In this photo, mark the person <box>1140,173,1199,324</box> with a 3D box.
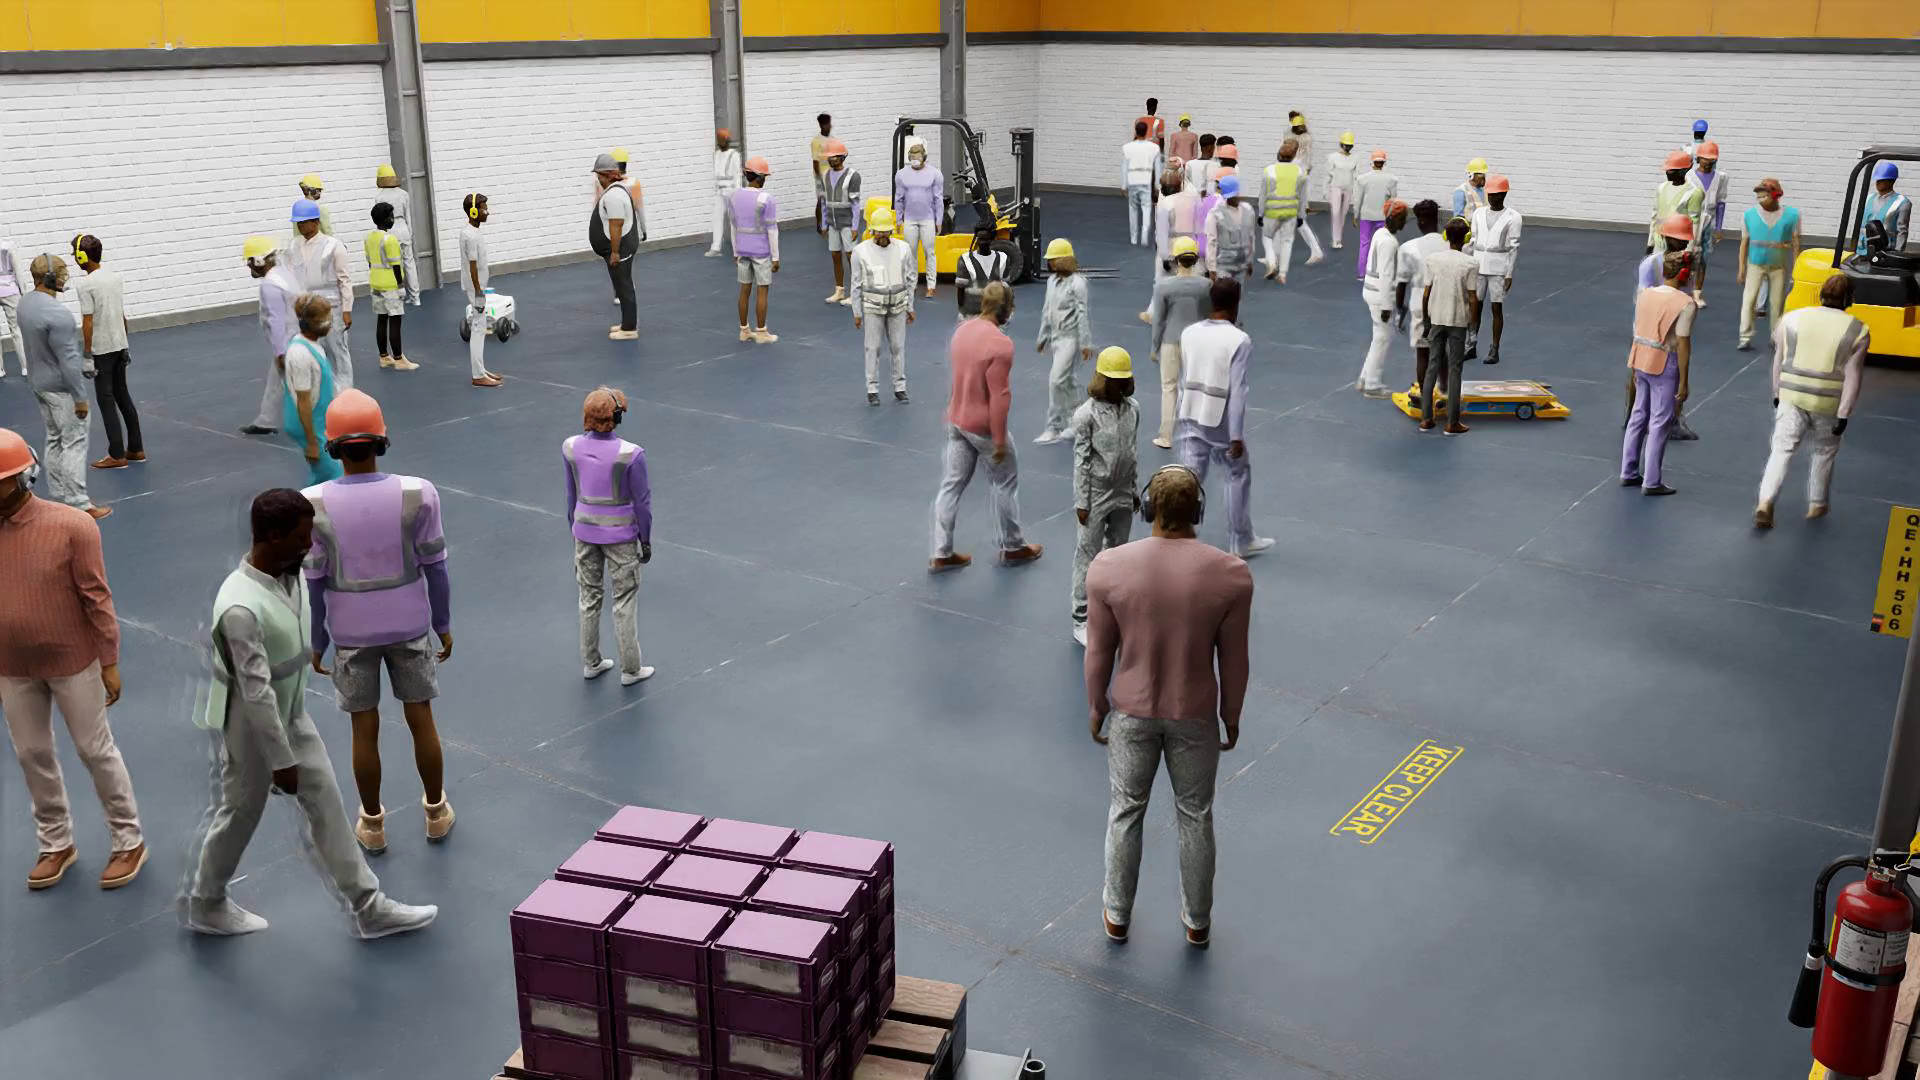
[{"bbox_3d":[2.456,-3.280,18.950,0.635,1.782,1.018,-9,20,-27],"label":"person"}]

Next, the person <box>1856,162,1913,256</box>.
[{"bbox_3d":[10.076,-3.165,18.306,0.402,1.945,0.614,-8,19,-23],"label":"person"}]

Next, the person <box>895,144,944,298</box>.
[{"bbox_3d":[-0.522,-4.040,21.084,0.634,1.929,0.385,4,18,11],"label":"person"}]

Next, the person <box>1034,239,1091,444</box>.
[{"bbox_3d":[0.799,-1.656,13.949,0.703,1.716,0.519,-10,20,-28],"label":"person"}]

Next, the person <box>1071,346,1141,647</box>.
[{"bbox_3d":[0.854,-0.250,9.520,0.493,1.742,0.291,-14,23,-37],"label":"person"}]

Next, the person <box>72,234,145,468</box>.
[{"bbox_3d":[-6.807,-1.494,13.236,0.346,1.855,0.533,2,18,8],"label":"person"}]

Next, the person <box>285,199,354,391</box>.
[{"bbox_3d":[-5.734,-2.074,14.892,0.615,1.945,0.405,4,18,11],"label":"person"}]

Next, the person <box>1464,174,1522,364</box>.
[{"bbox_3d":[5.459,-2.787,17.140,0.543,1.938,0.357,15,23,39],"label":"person"}]

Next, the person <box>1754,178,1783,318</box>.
[{"bbox_3d":[9.532,-3.457,19.726,0.268,1.632,0.506,9,20,25],"label":"person"}]

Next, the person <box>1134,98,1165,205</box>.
[{"bbox_3d":[3.548,-7.257,31.076,0.612,1.965,0.362,10,20,27],"label":"person"}]

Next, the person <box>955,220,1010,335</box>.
[{"bbox_3d":[0.218,-2.115,15.422,0.540,1.698,0.317,-5,18,-16],"label":"person"}]

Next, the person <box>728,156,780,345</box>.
[{"bbox_3d":[-2.216,-3.144,18.111,0.613,2.033,0.410,10,20,29],"label":"person"}]

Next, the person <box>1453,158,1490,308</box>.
[{"bbox_3d":[6.194,-3.702,20.171,0.588,1.835,0.404,-14,22,-37],"label":"person"}]

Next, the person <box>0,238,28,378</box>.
[{"bbox_3d":[-9.503,-2.415,16.458,0.513,1.641,0.307,-5,18,-14],"label":"person"}]

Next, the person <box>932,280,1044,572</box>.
[{"bbox_3d":[0.190,-0.732,10.777,0.864,1.891,0.677,-13,22,-35],"label":"person"}]

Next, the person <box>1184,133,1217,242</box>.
[{"bbox_3d":[3.263,-4.445,22.283,0.610,1.963,0.366,8,20,25],"label":"person"}]

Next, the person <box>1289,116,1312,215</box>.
[{"bbox_3d":[5.957,-6.601,29.399,0.491,1.736,0.322,13,22,35],"label":"person"}]

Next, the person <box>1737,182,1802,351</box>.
[{"bbox_3d":[8.592,-2.901,17.710,0.607,1.802,0.620,8,20,24],"label":"person"}]

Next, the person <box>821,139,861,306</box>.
[{"bbox_3d":[-1.486,-3.898,20.473,0.601,2.035,0.417,12,21,34],"label":"person"}]

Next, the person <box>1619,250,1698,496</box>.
[{"bbox_3d":[5.238,-1.248,12.493,0.386,1.837,0.563,-5,18,-15],"label":"person"}]

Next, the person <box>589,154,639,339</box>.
[{"bbox_3d":[-3.843,-3.270,18.485,0.538,2.000,0.688,-2,18,-5],"label":"person"}]

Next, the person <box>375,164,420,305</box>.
[{"bbox_3d":[-6.942,-3.718,20.389,0.322,1.737,0.488,12,21,34],"label":"person"}]

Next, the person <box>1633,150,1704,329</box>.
[{"bbox_3d":[7.986,-3.342,18.716,0.395,2.039,0.606,-9,20,-25],"label":"person"}]

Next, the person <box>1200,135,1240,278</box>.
[{"bbox_3d":[3.444,-4.338,21.947,0.607,1.966,0.367,16,24,41],"label":"person"}]

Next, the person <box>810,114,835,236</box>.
[{"bbox_3d":[-2.161,-5.925,26.986,0.385,1.936,0.769,7,19,22],"label":"person"}]

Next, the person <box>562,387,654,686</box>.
[{"bbox_3d":[-1.889,-0.012,8.960,0.509,1.629,0.316,6,19,17],"label":"person"}]

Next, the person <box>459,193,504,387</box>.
[{"bbox_3d":[-4.658,-2.414,16.106,0.324,1.861,0.510,-6,19,-18],"label":"person"}]

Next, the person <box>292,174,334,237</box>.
[{"bbox_3d":[-7.307,-3.260,18.913,0.524,1.759,0.337,7,19,22],"label":"person"}]

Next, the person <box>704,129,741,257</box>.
[{"bbox_3d":[-3.438,-5.139,24.625,0.726,1.871,0.593,-17,24,-42],"label":"person"}]

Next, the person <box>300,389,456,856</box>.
[{"bbox_3d":[-2.485,0.363,7.112,0.607,2.048,0.367,-7,19,-21],"label":"person"}]

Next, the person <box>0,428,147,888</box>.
[{"bbox_3d":[-3.761,0.496,6.811,0.625,1.980,0.411,0,18,-1],"label":"person"}]

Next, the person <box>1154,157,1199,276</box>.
[{"bbox_3d":[2.484,-3.507,19.443,0.410,1.908,0.643,-10,20,-30],"label":"person"}]
